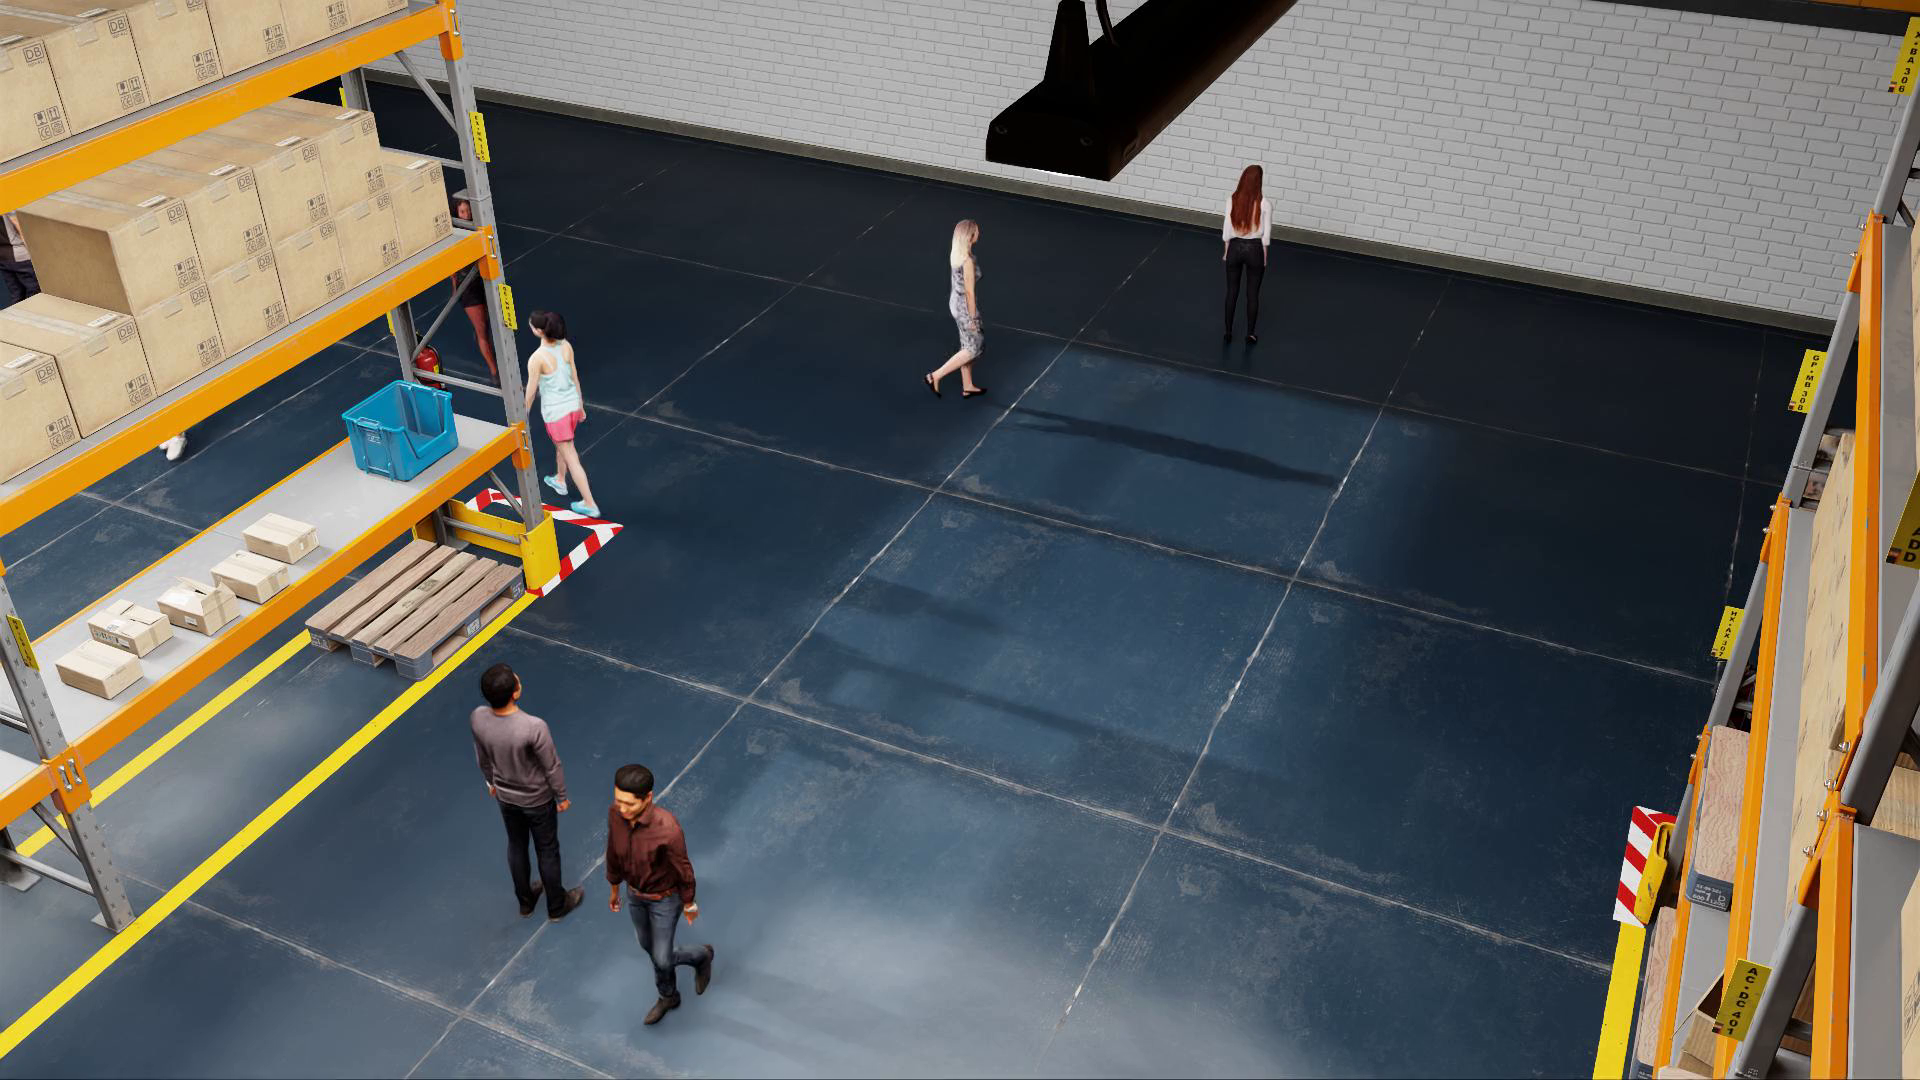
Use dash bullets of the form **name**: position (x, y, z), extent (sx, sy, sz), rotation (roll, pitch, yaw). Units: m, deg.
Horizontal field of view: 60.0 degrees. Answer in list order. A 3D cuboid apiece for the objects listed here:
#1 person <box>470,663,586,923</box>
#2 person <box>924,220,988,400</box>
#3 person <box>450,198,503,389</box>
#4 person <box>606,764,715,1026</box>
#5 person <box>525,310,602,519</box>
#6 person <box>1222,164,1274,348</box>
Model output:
- **person**: position (-2.448, 1.417, 9.302), extent (0.567, 1.767, 0.675), rotation (14, 36, 20)
- **person**: position (-0.041, -1.950, 14.437), extent (0.931, 1.690, 0.889), rotation (-9, 35, -13)
- **person**: position (-4.345, -2.274, 14.912), extent (1.170, 1.703, 1.063), rotation (-21, 39, -28)
- **person**: position (-1.544, 1.798, 8.730), extent (0.704, 1.765, 0.769), rotation (19, 38, 27)
- **person**: position (-3.029, -0.945, 12.871), extent (0.675, 1.750, 0.875), rotation (17, 37, 24)
- **person**: position (2.639, -2.621, 15.385), extent (0.599, 1.758, 0.516), rotation (12, 35, 17)
